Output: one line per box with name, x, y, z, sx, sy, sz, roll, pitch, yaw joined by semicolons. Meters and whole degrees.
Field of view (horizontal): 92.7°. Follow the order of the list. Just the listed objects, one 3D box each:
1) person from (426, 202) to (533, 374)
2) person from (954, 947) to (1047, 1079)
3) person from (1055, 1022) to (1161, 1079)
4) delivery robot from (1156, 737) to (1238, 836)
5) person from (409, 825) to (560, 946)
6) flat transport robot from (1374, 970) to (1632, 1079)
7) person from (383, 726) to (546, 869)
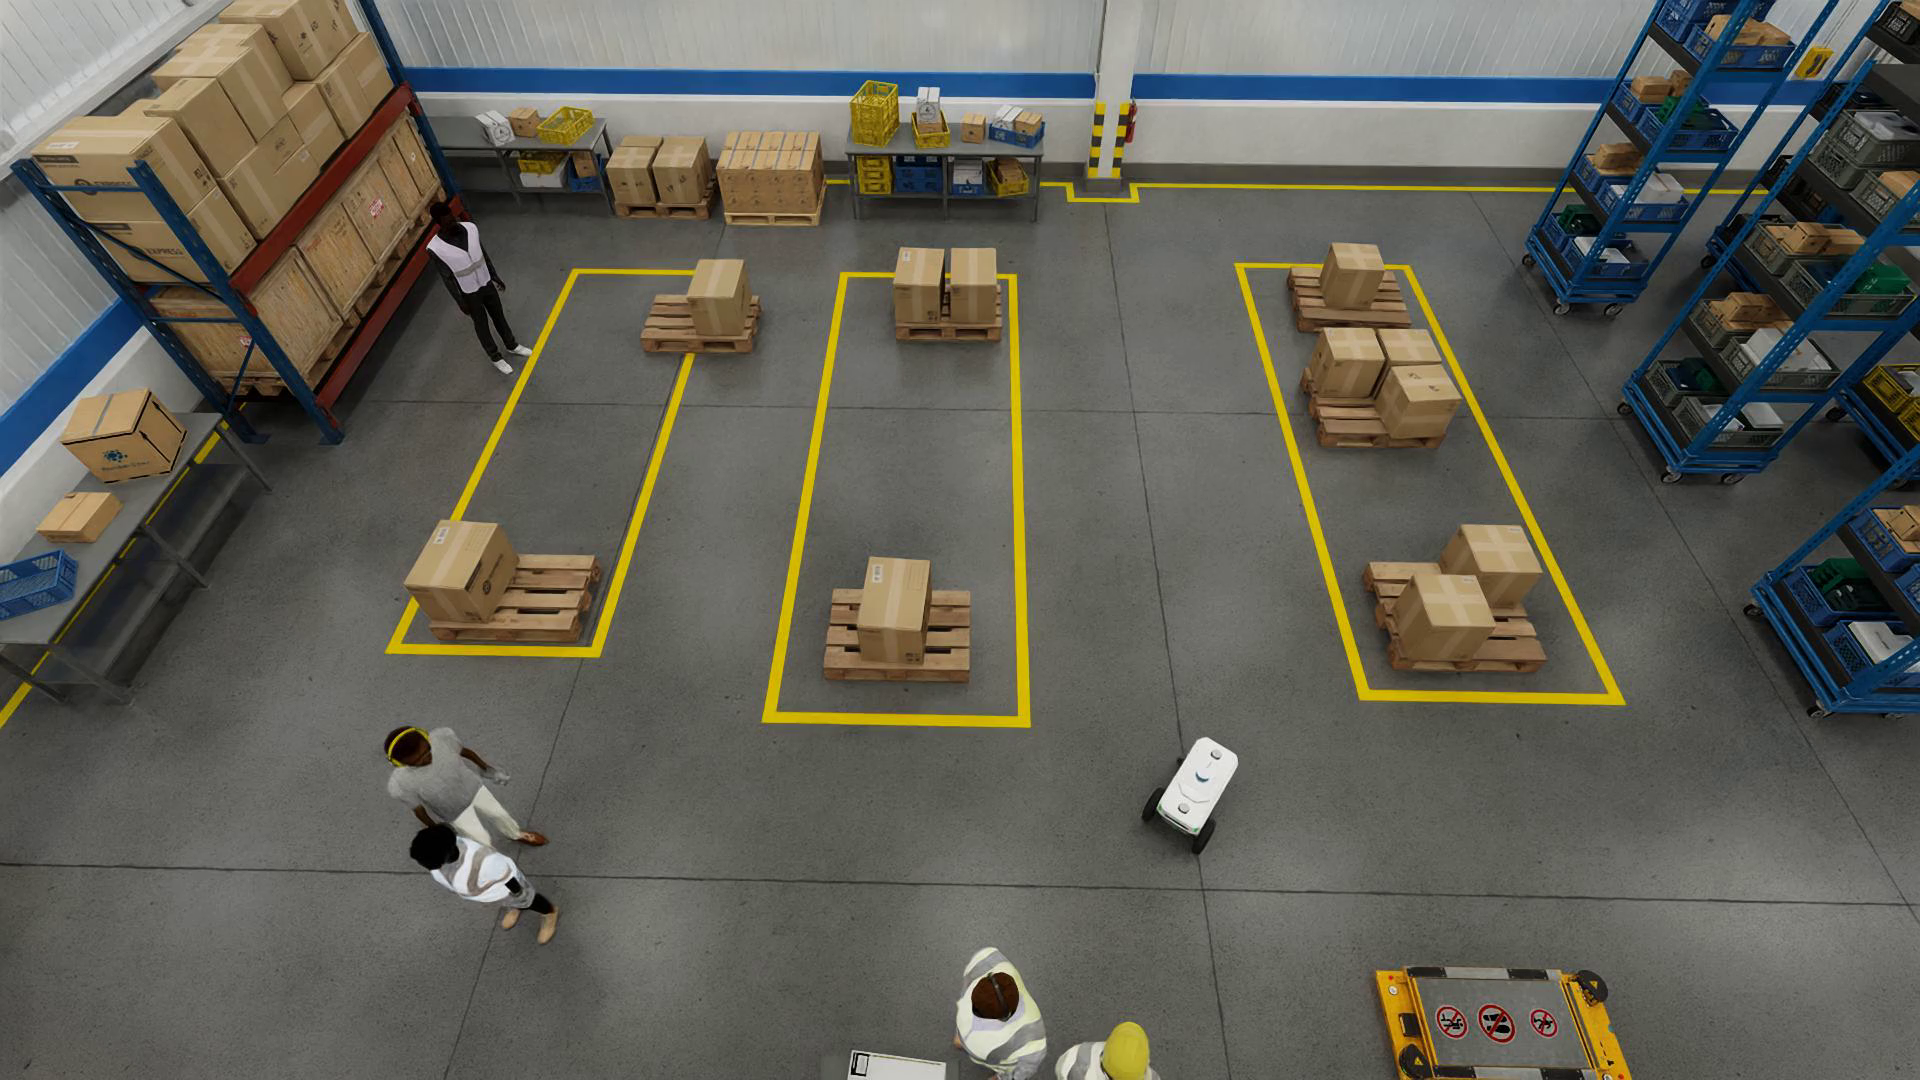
person;-5.053;-2.641;9.566;0.392;1.919;0.591;19;53;15
person;0.193;2.778;5.197;0.429;1.841;0.634;-24;55;-19
person;0.802;3.013;5.021;0.591;1.822;0.403;18;53;14
delivery robot;1.751;1.815;6.749;0.477;0.478;0.707;30;57;22
person;-2.984;2.160;5.798;0.544;1.685;0.322;13;52;11
flat transport robot;3.501;3.133;5.914;1.431;0.197;0.652;1;51;1
person;-3.264;1.713;6.053;0.326;1.864;0.558;16;53;13
